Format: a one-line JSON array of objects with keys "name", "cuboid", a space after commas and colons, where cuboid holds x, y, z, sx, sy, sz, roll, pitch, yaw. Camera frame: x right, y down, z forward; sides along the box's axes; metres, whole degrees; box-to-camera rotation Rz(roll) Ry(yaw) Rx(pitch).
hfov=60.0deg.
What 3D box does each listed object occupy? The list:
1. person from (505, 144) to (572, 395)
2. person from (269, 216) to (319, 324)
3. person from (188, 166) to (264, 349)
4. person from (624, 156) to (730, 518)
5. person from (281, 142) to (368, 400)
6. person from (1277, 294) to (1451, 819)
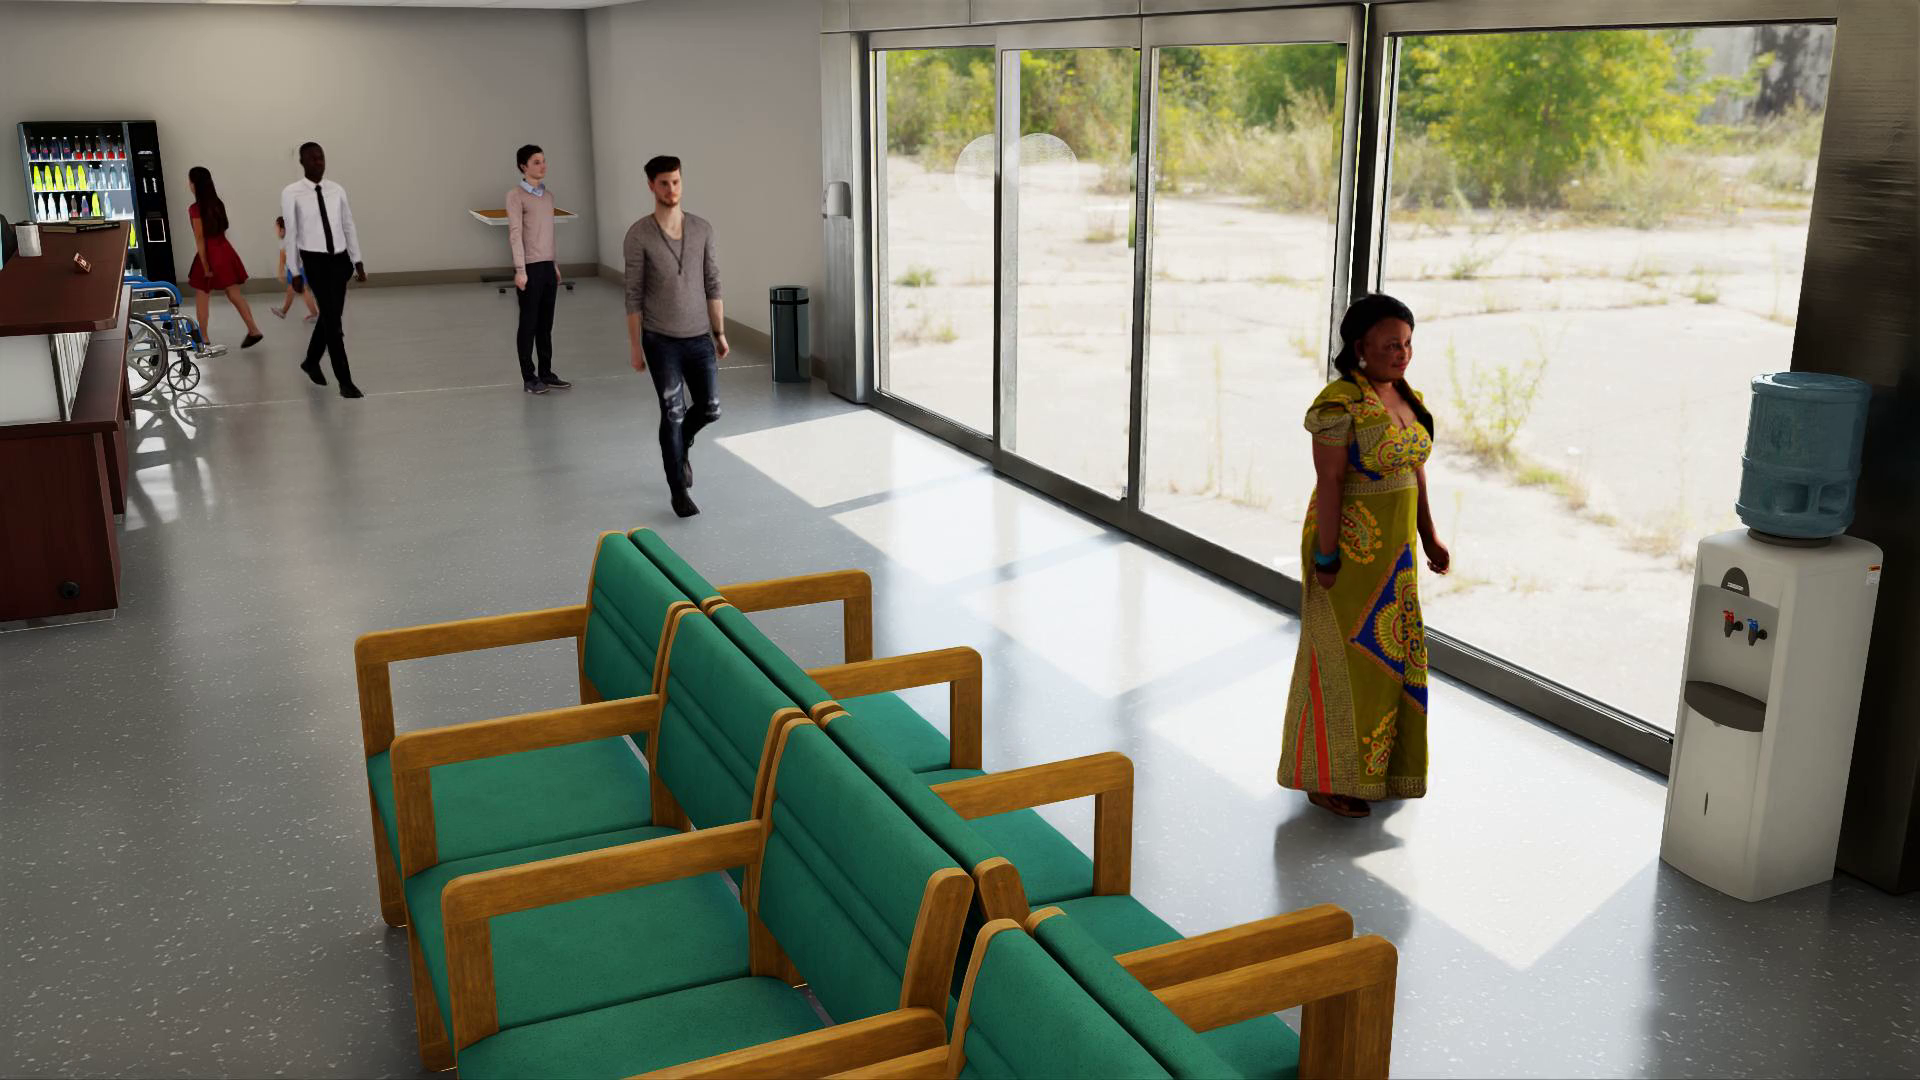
[{"name": "person", "cuboid": [-3.146, -2.016, 12.347, 0.769, 1.808, 0.685, 8, 18, 26]}, {"name": "person", "cuboid": [-6.210, -2.528, 15.664, 0.787, 0.993, 0.654, 2, 16, 8]}, {"name": "person", "cuboid": [-6.267, -2.372, 14.121, 0.988, 1.524, 1.037, 8, 18, 28]}, {"name": "person", "cuboid": [-1.547, -1.089, 8.913, 0.856, 1.888, 0.820, -9, 18, -30]}, {"name": "person", "cuboid": [-4.672, -1.954, 12.155, 1.017, 1.793, 1.249, 15, 21, 42]}, {"name": "person", "cuboid": [1.283, 0.025, 5.388, 0.887, 1.657, 1.026, -15, 22, -43]}]
